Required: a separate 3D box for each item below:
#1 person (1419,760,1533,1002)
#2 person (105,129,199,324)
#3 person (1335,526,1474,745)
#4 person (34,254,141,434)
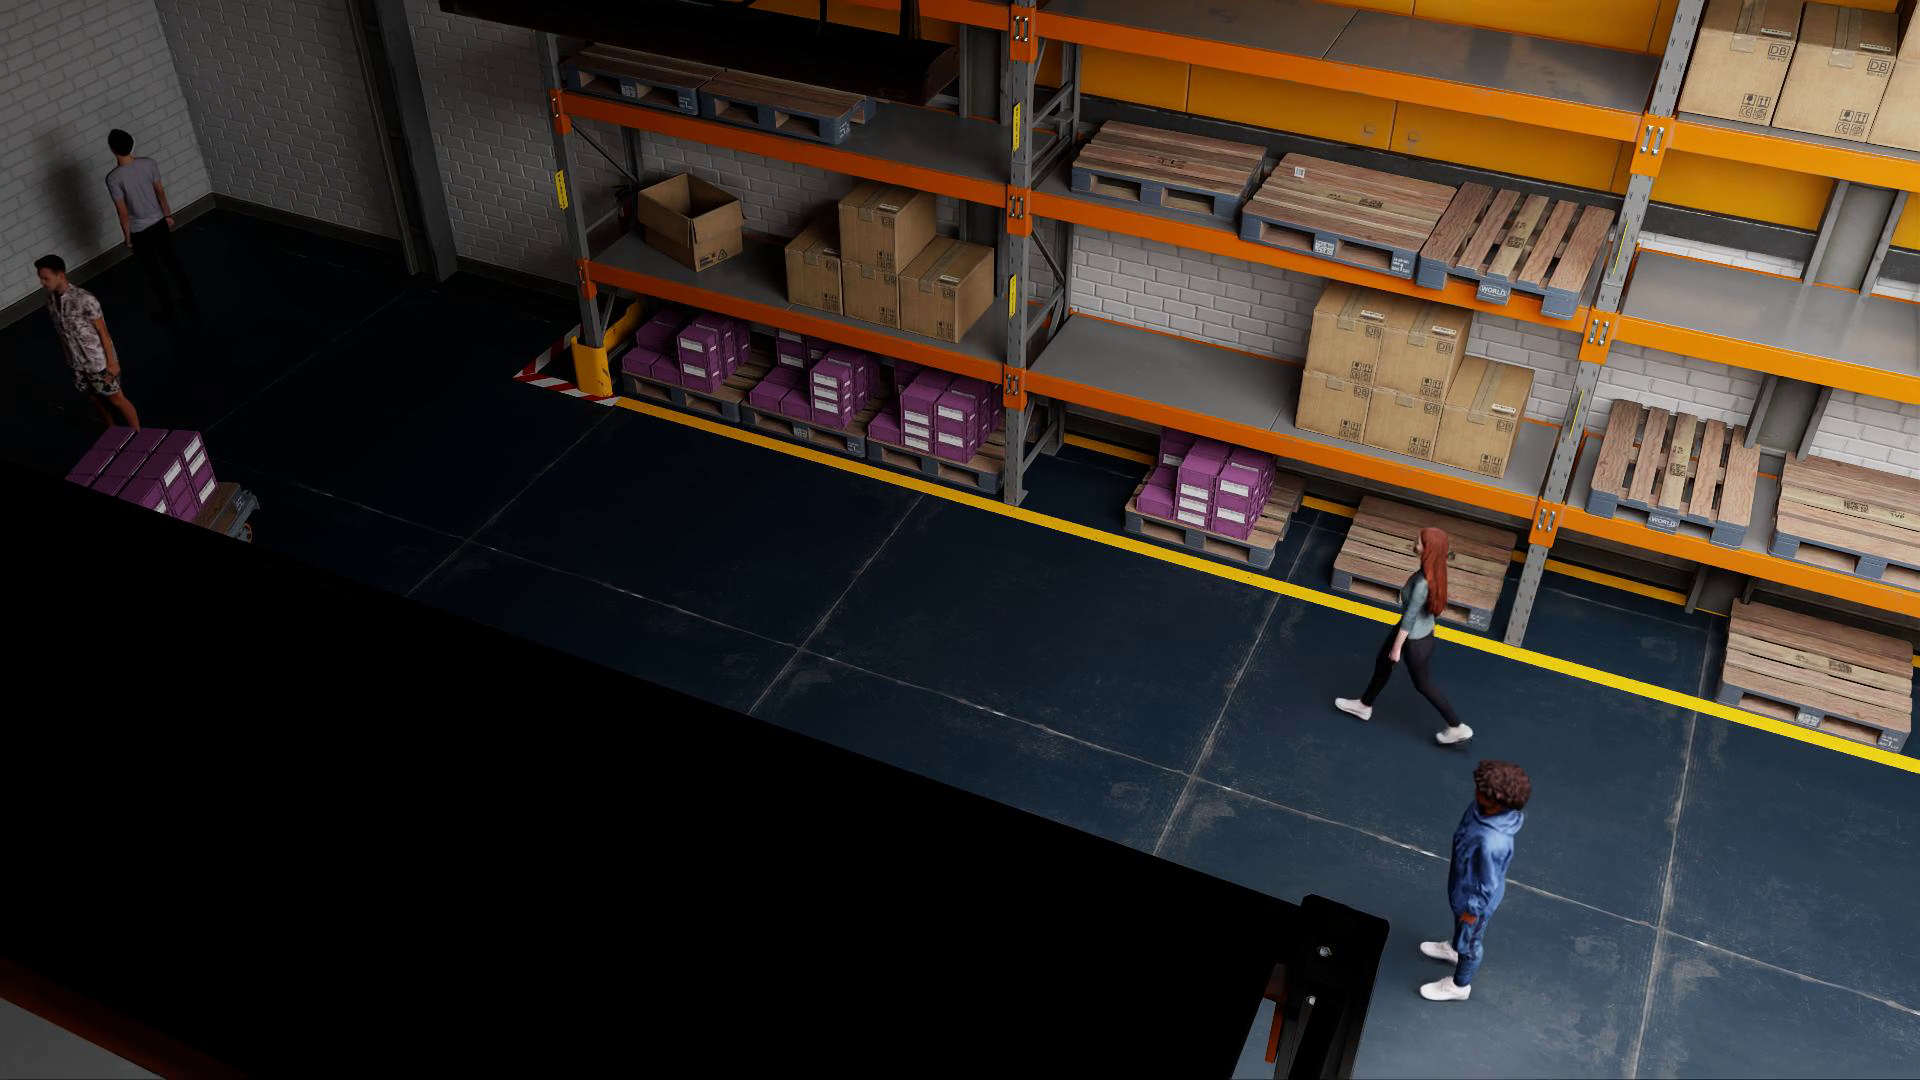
[{"bbox_3d":[2.894,1.899,9.299,0.611,1.806,0.709,10,40,12],"label":"person"},{"bbox_3d":[-7.436,-2.865,15.219,0.556,1.863,0.691,20,43,23],"label":"person"},{"bbox_3d":[3.056,0.678,10.908,1.171,1.708,0.633,19,42,22],"label":"person"},{"bbox_3d":[-7.098,-1.529,13.588,0.529,1.811,0.747,13,40,15],"label":"person"}]
